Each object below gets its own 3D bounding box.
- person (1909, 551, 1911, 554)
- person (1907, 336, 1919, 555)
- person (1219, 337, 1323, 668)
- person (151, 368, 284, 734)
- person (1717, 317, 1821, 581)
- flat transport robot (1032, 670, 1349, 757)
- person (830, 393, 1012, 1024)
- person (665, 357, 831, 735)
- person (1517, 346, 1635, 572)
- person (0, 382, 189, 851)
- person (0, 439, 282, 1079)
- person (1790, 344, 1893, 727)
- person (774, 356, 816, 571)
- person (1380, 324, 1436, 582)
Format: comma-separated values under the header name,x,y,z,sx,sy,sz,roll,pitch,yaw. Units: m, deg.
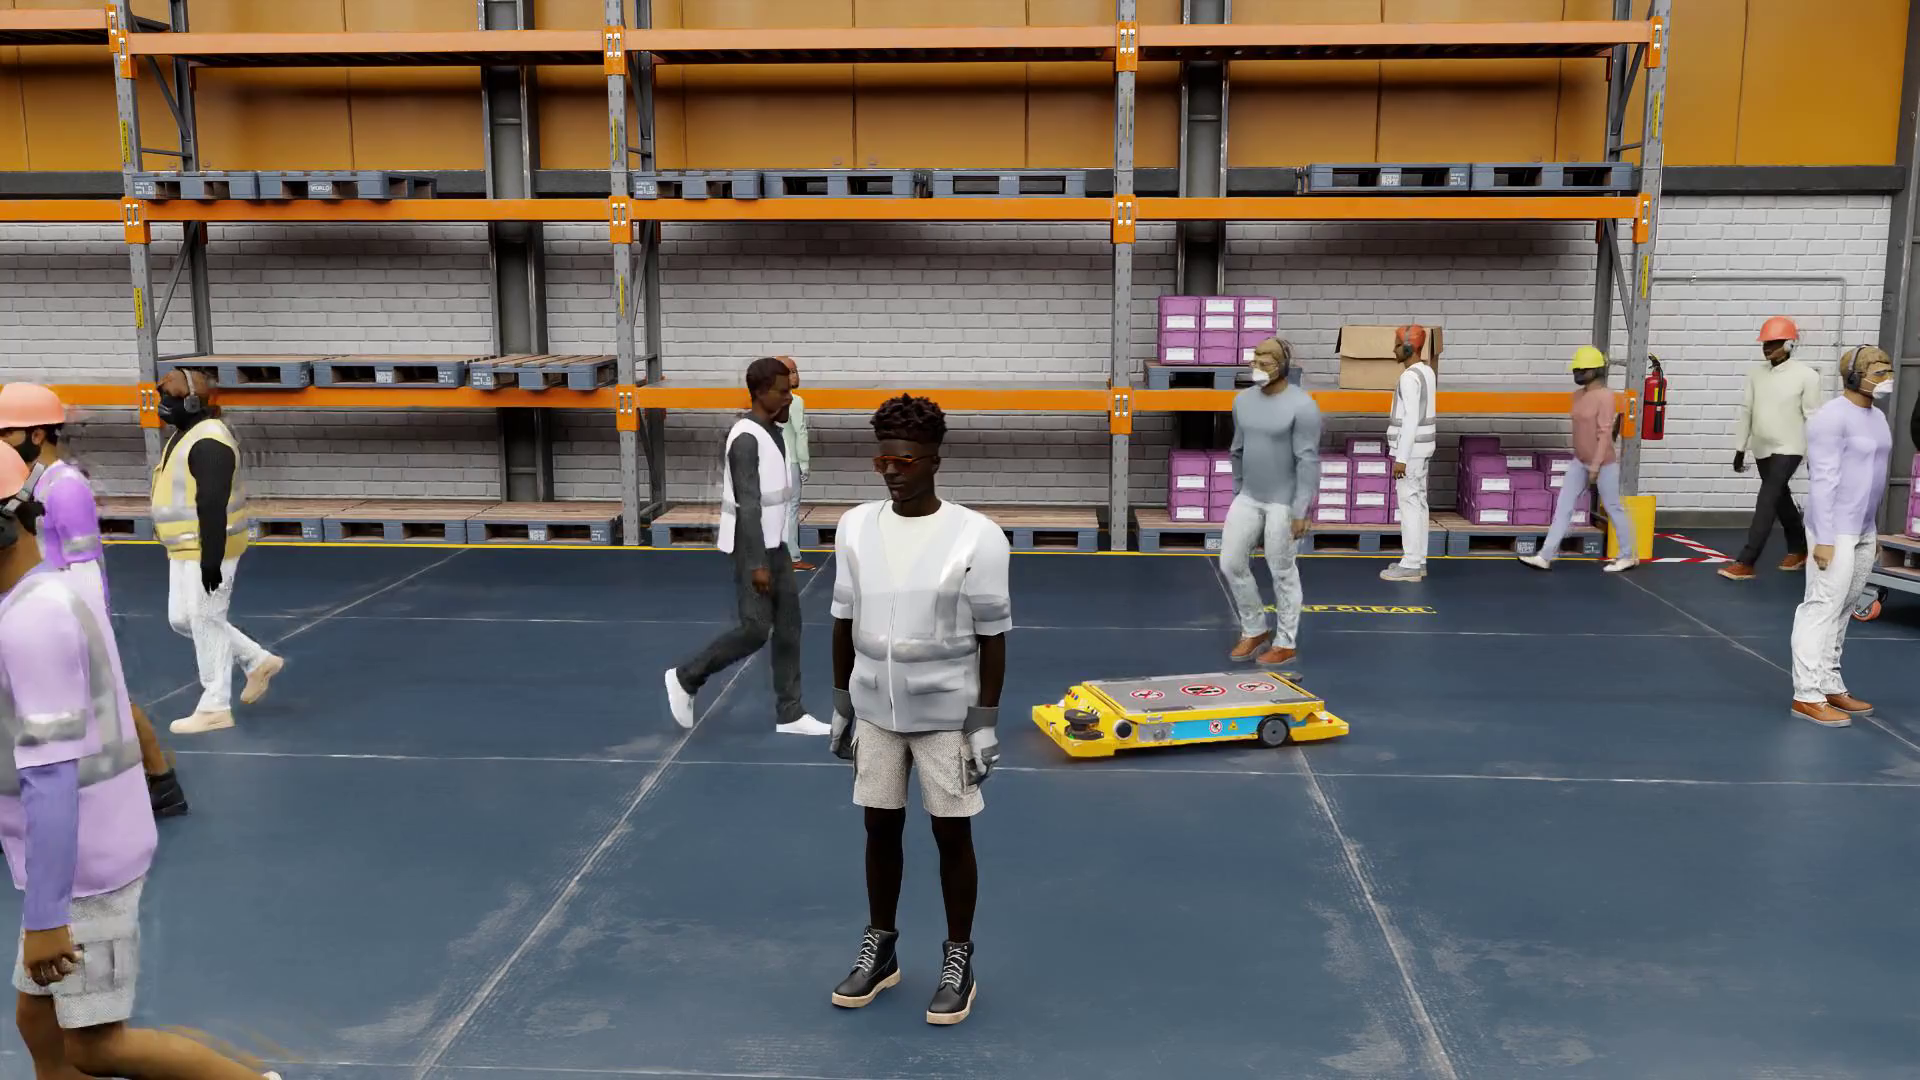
name,x,y,z,sx,sy,sz,roll,pitch,yaw
person,7.529,-0.697,12.227,0.791,2.005,0.669,1,10,5
person,7.467,-0.775,12.576,0.795,2.000,0.701,1,10,9
person,1.765,-0.204,9.585,0.539,1.918,0.665,-8,12,-38
person,-3.763,0.049,8.370,0.532,1.832,0.629,-7,12,-37
person,6.084,-0.688,12.395,1.062,1.938,0.618,-4,10,-22
flat transport robot,1.134,0.846,8.262,1.431,0.197,0.652,-2,10,-14
person,-0.143,0.522,5.201,0.607,1.966,0.367,4,11,23
person,-1.040,0.043,8.215,0.765,1.899,0.608,2,10,11
person,4.699,-0.590,12.444,0.930,1.707,0.532,-2,10,-14
person,-3.694,0.304,6.731,1.009,1.880,0.563,-7,12,-36
person,-1.964,0.733,3.884,0.794,2.001,0.686,-5,11,-28
person,4.530,-0.030,8.515,0.627,1.940,0.371,-8,12,-39
person,-1.328,-0.577,12.607,0.500,1.633,0.280,8,13,40
person,3.311,-0.637,12.224,0.337,1.882,0.585,5,11,28
